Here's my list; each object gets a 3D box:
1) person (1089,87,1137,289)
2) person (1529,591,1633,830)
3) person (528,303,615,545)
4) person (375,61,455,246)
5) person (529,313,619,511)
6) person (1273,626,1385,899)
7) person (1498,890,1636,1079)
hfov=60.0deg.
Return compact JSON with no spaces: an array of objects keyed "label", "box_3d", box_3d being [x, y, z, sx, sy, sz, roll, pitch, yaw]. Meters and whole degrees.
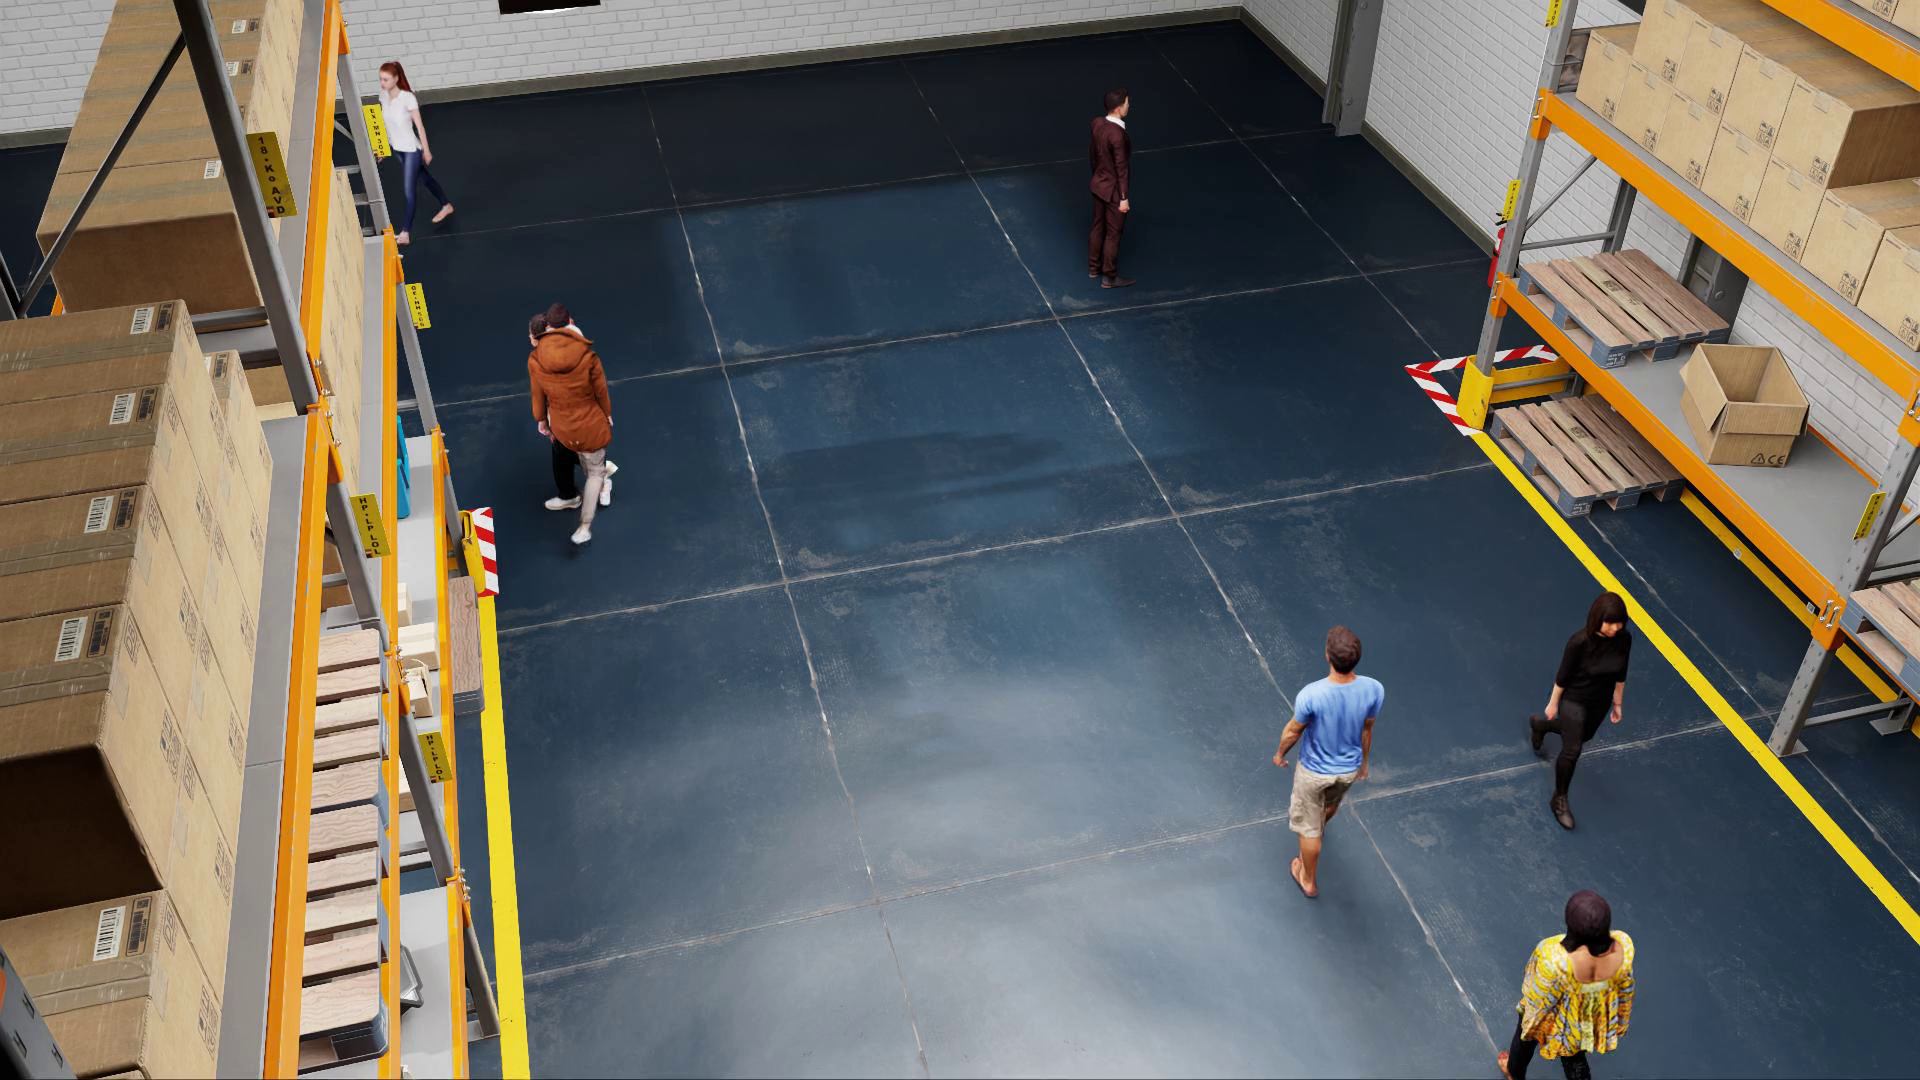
[{"label":"person","box_3d":[1.339,-3.140,14.820,0.793,1.865,0.623,-19,42,-22]},{"label":"person","box_3d":[3.705,0.904,9.952,0.562,1.620,0.968,-9,39,-11]},{"label":"person","box_3d":[-2.748,-0.777,11.919,1.026,1.792,1.247,7,39,9]},{"label":"person","box_3d":[-5.122,-3.684,15.647,1.100,1.684,1.130,22,43,25]},{"label":"person","box_3d":[-2.869,-0.939,12.215,0.797,1.676,0.788,-2,39,-3]},{"label":"person","box_3d":[2.076,1.301,9.271,0.697,1.850,0.944,-5,39,-7]},{"label":"person","box_3d":[2.988,2.368,8.112,0.751,1.629,1.007,-6,39,-7]}]
